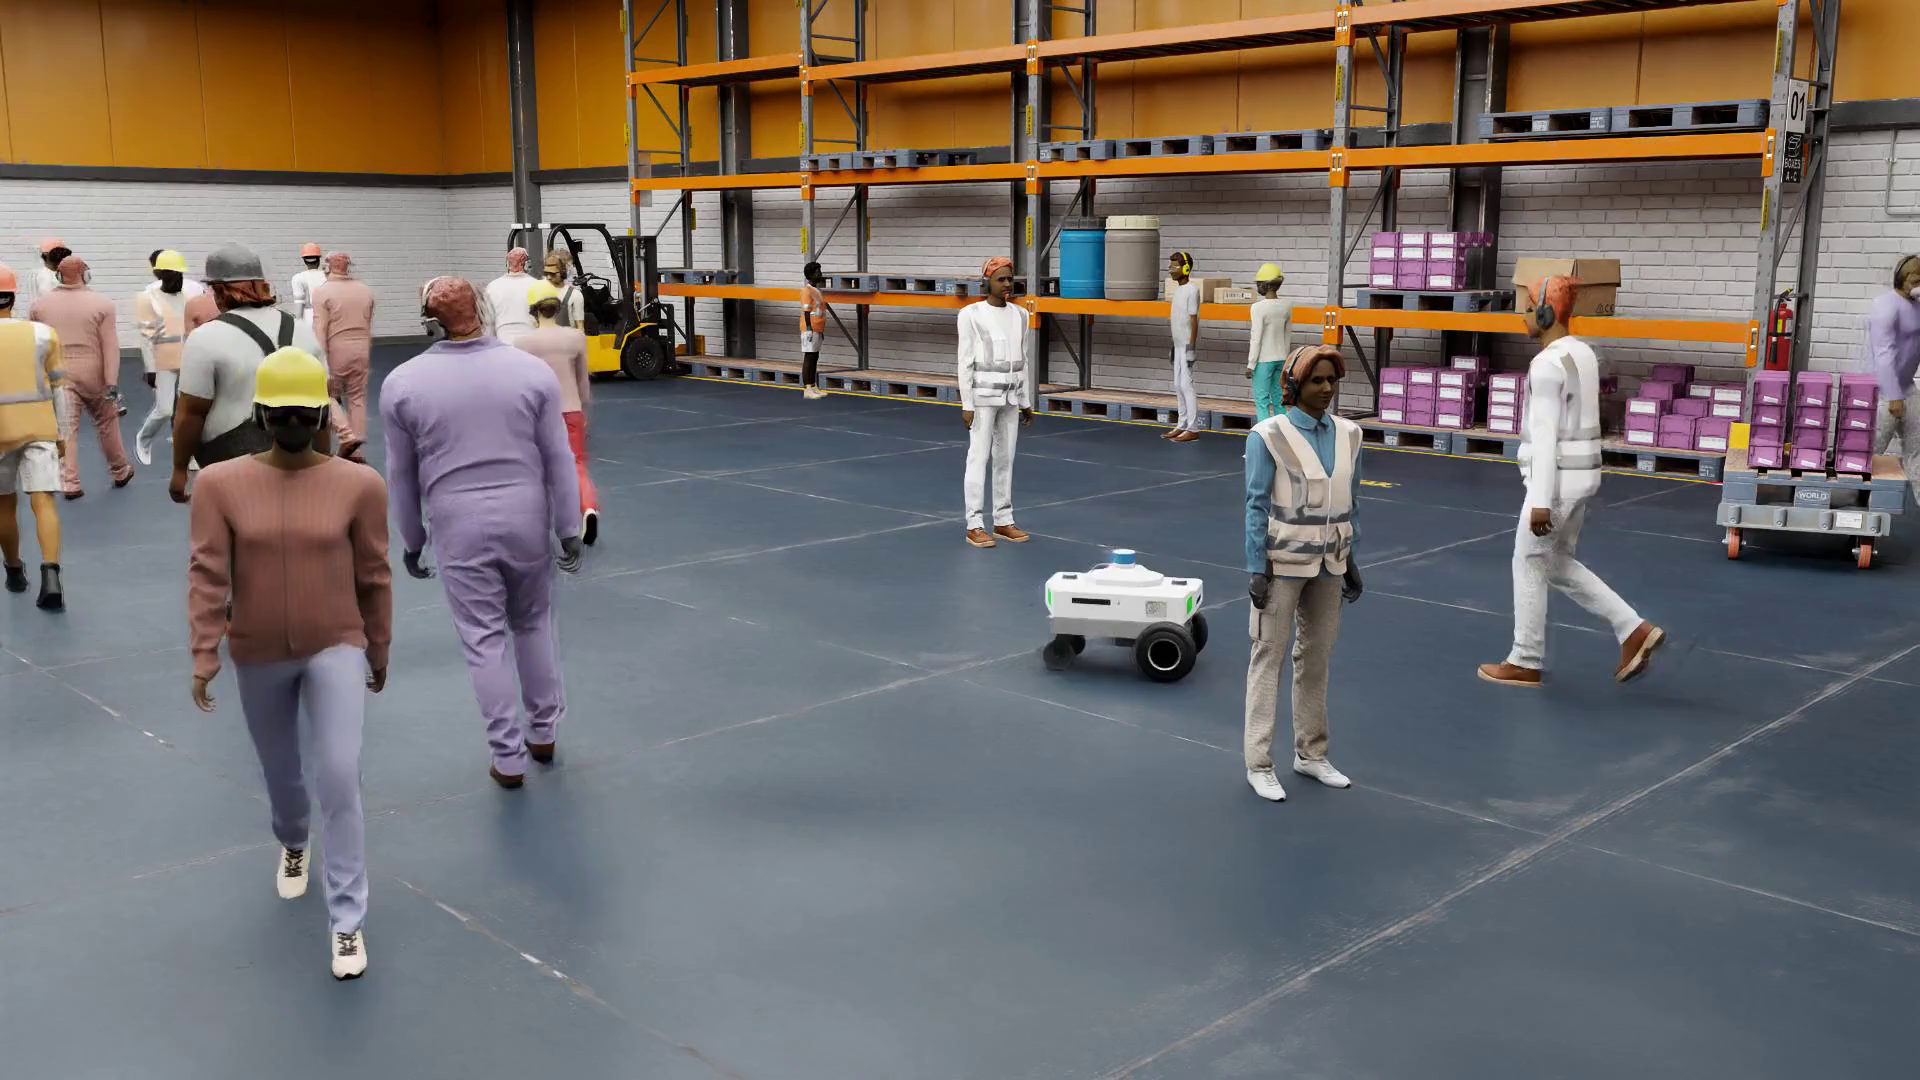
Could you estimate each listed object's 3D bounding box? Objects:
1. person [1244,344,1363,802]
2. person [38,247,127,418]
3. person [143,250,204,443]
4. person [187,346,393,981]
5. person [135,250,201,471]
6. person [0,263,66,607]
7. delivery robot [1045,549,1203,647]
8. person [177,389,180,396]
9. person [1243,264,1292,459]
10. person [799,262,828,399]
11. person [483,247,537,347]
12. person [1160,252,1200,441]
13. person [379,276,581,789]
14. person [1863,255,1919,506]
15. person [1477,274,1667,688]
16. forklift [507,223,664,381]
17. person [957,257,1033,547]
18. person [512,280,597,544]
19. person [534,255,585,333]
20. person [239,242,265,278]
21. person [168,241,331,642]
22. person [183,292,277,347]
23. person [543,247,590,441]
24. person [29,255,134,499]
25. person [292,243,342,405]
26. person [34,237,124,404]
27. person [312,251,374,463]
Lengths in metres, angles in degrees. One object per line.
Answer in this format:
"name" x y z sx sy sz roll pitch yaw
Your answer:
"person" 1.237 0.113 6.025 0.511 1.641 0.307 -6 12 -28
"person" -9.548 -2.184 17.845 1.041 1.891 0.639 2 11 8
"person" -7.572 -1.874 16.199 0.444 1.883 0.657 8 13 39
"person" -1.907 0.295 4.798 0.532 1.724 0.899 -3 11 -17
"person" -6.776 -1.526 14.246 0.746 1.904 0.599 6 12 30
"person" -5.192 -0.583 9.151 0.540 1.900 0.996 -7 13 -34
"delivery robot" 0.763 0.288 7.772 0.707 0.478 0.477 3 11 15
"person" -9.751 -2.529 20.560 0.533 1.596 0.870 -5 11 -24
"person" 2.772 -1.601 15.031 0.535 1.766 0.320 -8 13 -39
"person" -1.822 -2.603 20.678 0.318 1.697 0.534 2 11 11
"person" -4.121 -1.790 15.669 0.655 1.906 0.407 0 10 1
"person" 2.199 -1.899 16.413 0.320 1.859 0.515 -2 11 -13
"person" -1.781 -0.034 6.210 0.681 1.871 0.663 -4 11 -22
"person" 6.533 -1.018 11.524 0.699 1.882 0.833 -8 13 -38
"person" 2.703 -0.231 7.311 0.683 1.863 0.586 8 13 38
"forklift" -5.316 -3.263 22.920 2.313 2.155 1.214 -10 14 -44
"person" 0.238 -0.901 10.892 0.573 1.883 0.356 -8 13 -38
"person" -2.656 -0.841 10.958 0.525 1.738 0.773 -6 12 -29
"person" -3.727 -1.717 15.460 0.504 1.840 0.345 3 11 14
"person" -8.889 -2.721 20.669 0.544 1.936 0.359 -9 14 -42
"person" -3.398 -0.423 7.850 1.005 2.000 0.720 5 12 25
"person" -5.007 -1.066 11.573 0.659 1.957 0.883 -3 11 -14
"person" -3.993 -1.907 16.318 0.569 1.911 0.632 -1 10 -8
"person" -6.882 -1.280 13.036 0.662 1.857 0.982 -2 11 -12
"person" -7.642 -2.554 19.768 0.545 1.933 0.376 -9 13 -39
"person" -10.153 -2.412 18.836 1.016 1.988 0.623 -3 11 -15
"person" -5.483 -1.611 14.766 0.452 1.885 0.658 7 13 34
